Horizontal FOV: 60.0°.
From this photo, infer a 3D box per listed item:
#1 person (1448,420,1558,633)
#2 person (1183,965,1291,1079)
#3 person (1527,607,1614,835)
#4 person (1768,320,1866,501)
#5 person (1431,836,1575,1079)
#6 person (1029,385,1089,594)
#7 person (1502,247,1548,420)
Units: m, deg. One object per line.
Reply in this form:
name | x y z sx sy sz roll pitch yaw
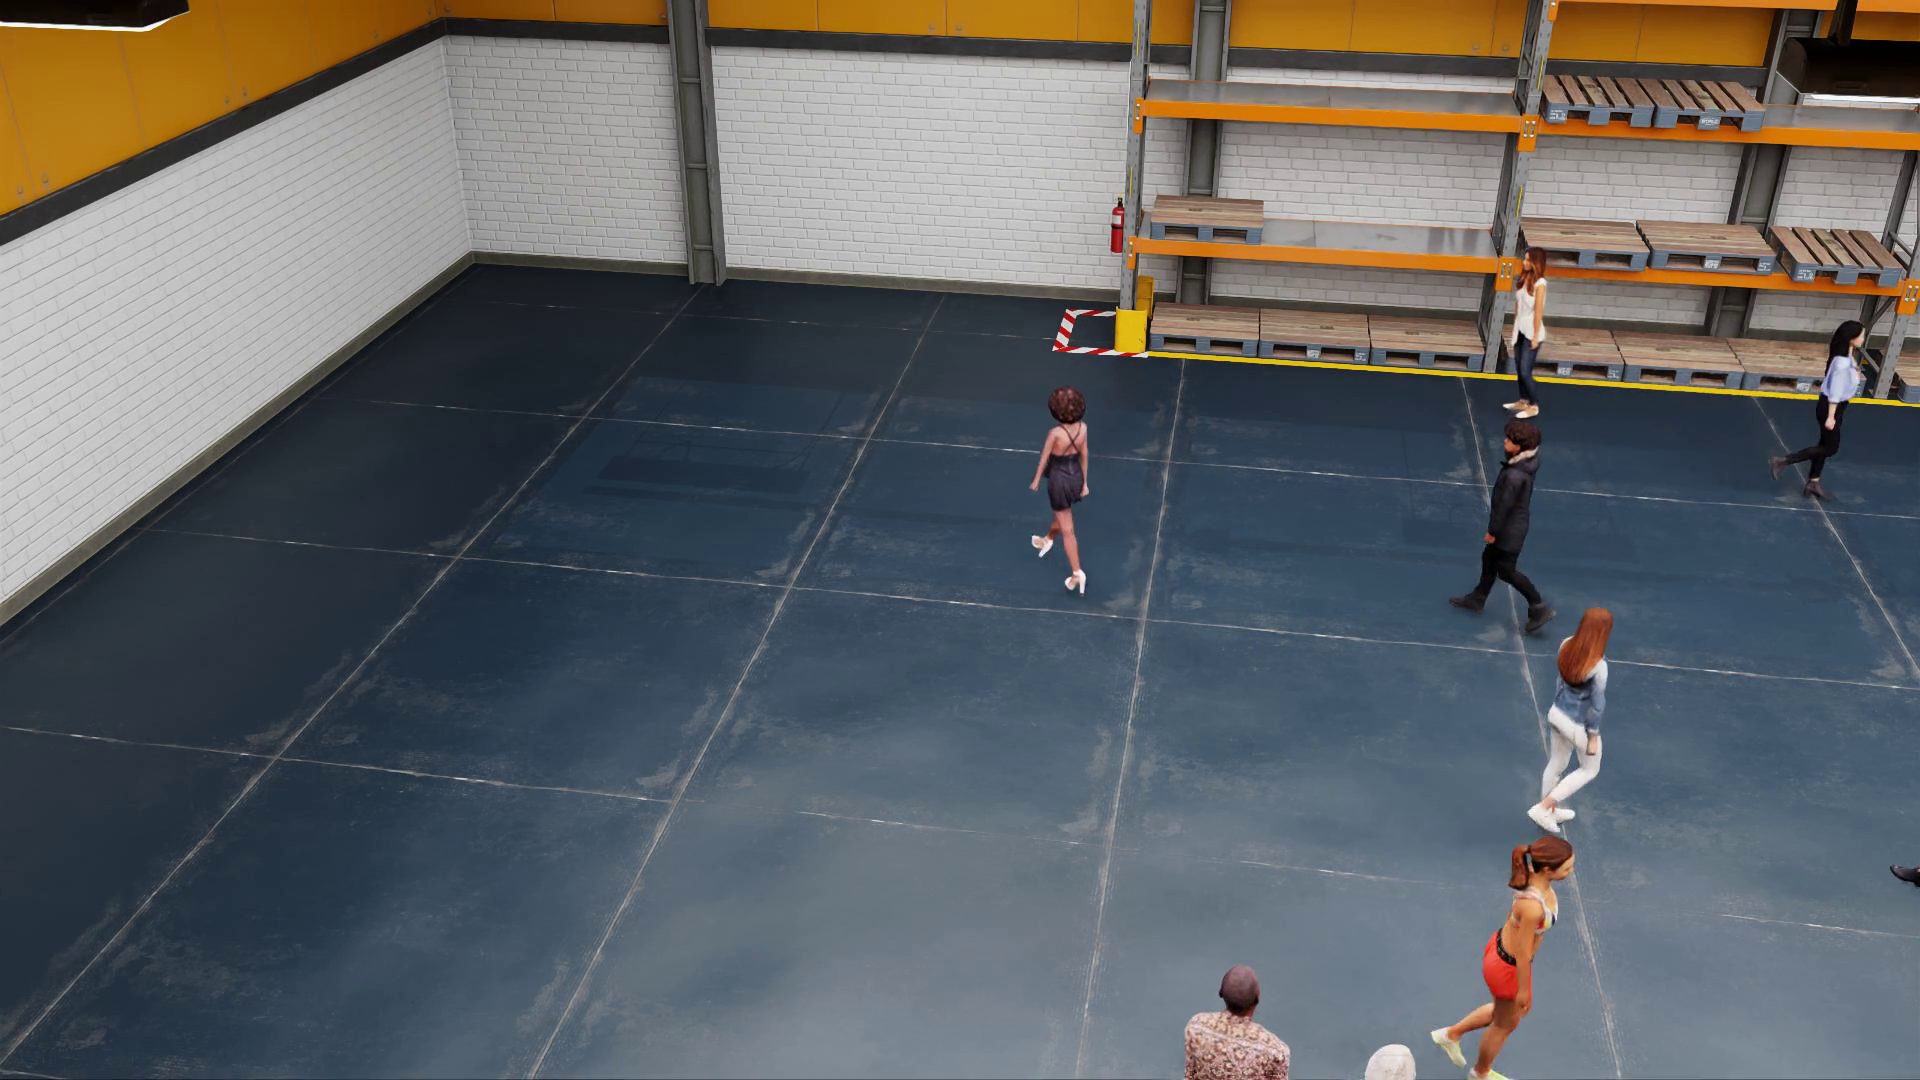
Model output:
person | 4.420 -0.084 13.142 1.141 1.751 0.794 12 31 21
person | 1.254 2.822 7.785 1.044 1.780 1.008 20 34 32
person | 3.927 1.208 10.831 0.818 1.695 0.768 -8 30 -15
person | 7.834 -1.176 15.161 0.928 1.734 0.805 15 32 25
person | 2.836 2.244 8.852 0.797 1.772 0.678 10 30 18
person | 0.909 -0.375 13.680 1.018 1.746 1.088 -19 34 -31
person | 5.774 -2.088 16.796 0.697 1.769 0.690 -6 29 -11
